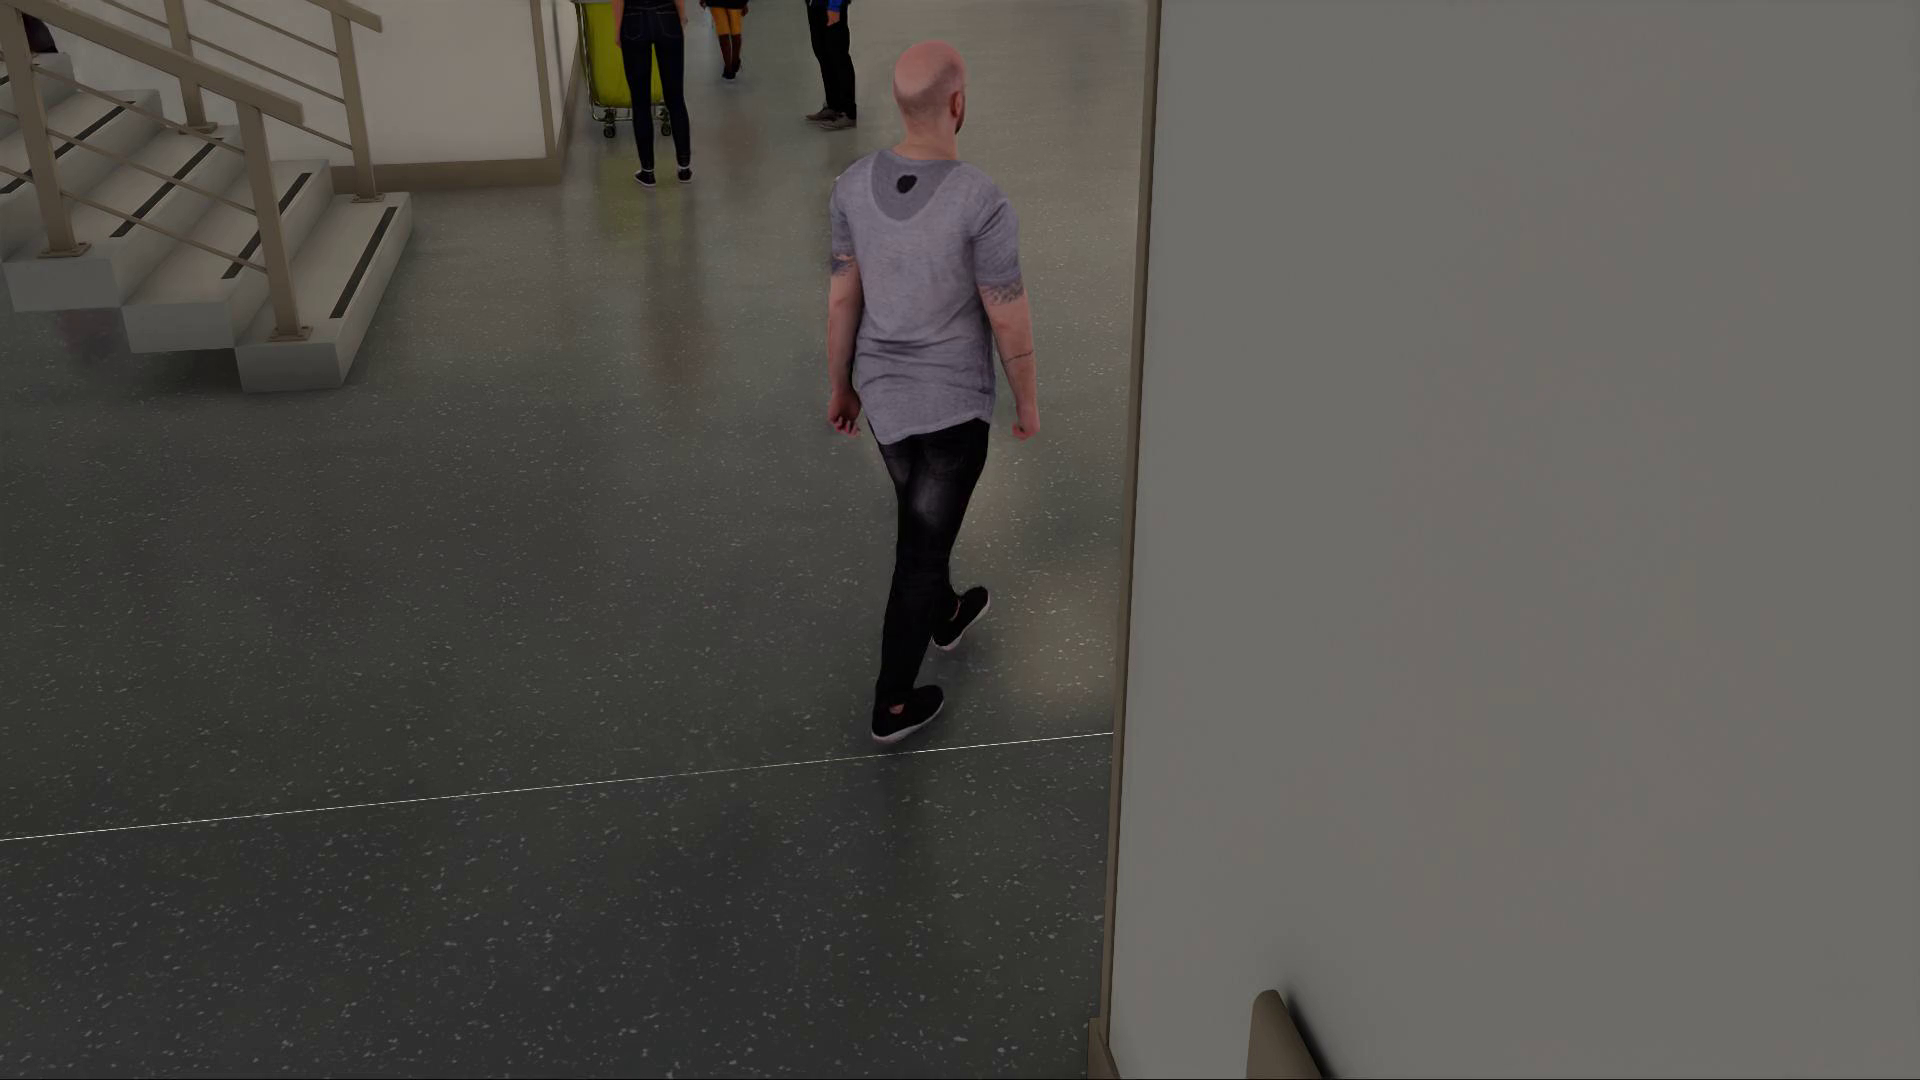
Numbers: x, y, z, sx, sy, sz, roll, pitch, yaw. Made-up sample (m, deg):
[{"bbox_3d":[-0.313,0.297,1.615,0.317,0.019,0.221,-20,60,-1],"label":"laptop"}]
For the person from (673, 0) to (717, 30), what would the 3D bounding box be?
[{"bbox_3d":[-2.544,-5.572,15.308,1.199,1.684,1.016,-19,32,-34],"label":"person"}]

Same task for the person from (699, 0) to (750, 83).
[{"bbox_3d":[-1.836,-4.234,13.032,0.742,1.249,0.653,-8,27,-16],"label":"person"}]

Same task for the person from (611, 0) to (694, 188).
[{"bbox_3d":[-1.837,-3.026,9.937,0.576,1.762,0.712,-10,28,-20],"label":"person"}]

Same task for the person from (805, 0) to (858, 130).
[{"bbox_3d":[-0.888,-3.729,11.401,0.663,1.757,0.700,-15,29,-28],"label":"person"}]

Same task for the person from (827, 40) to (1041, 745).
[{"bbox_3d":[-0.139,-0.307,4.252,1.082,1.802,1.118,15,29,28],"label":"person"}]
